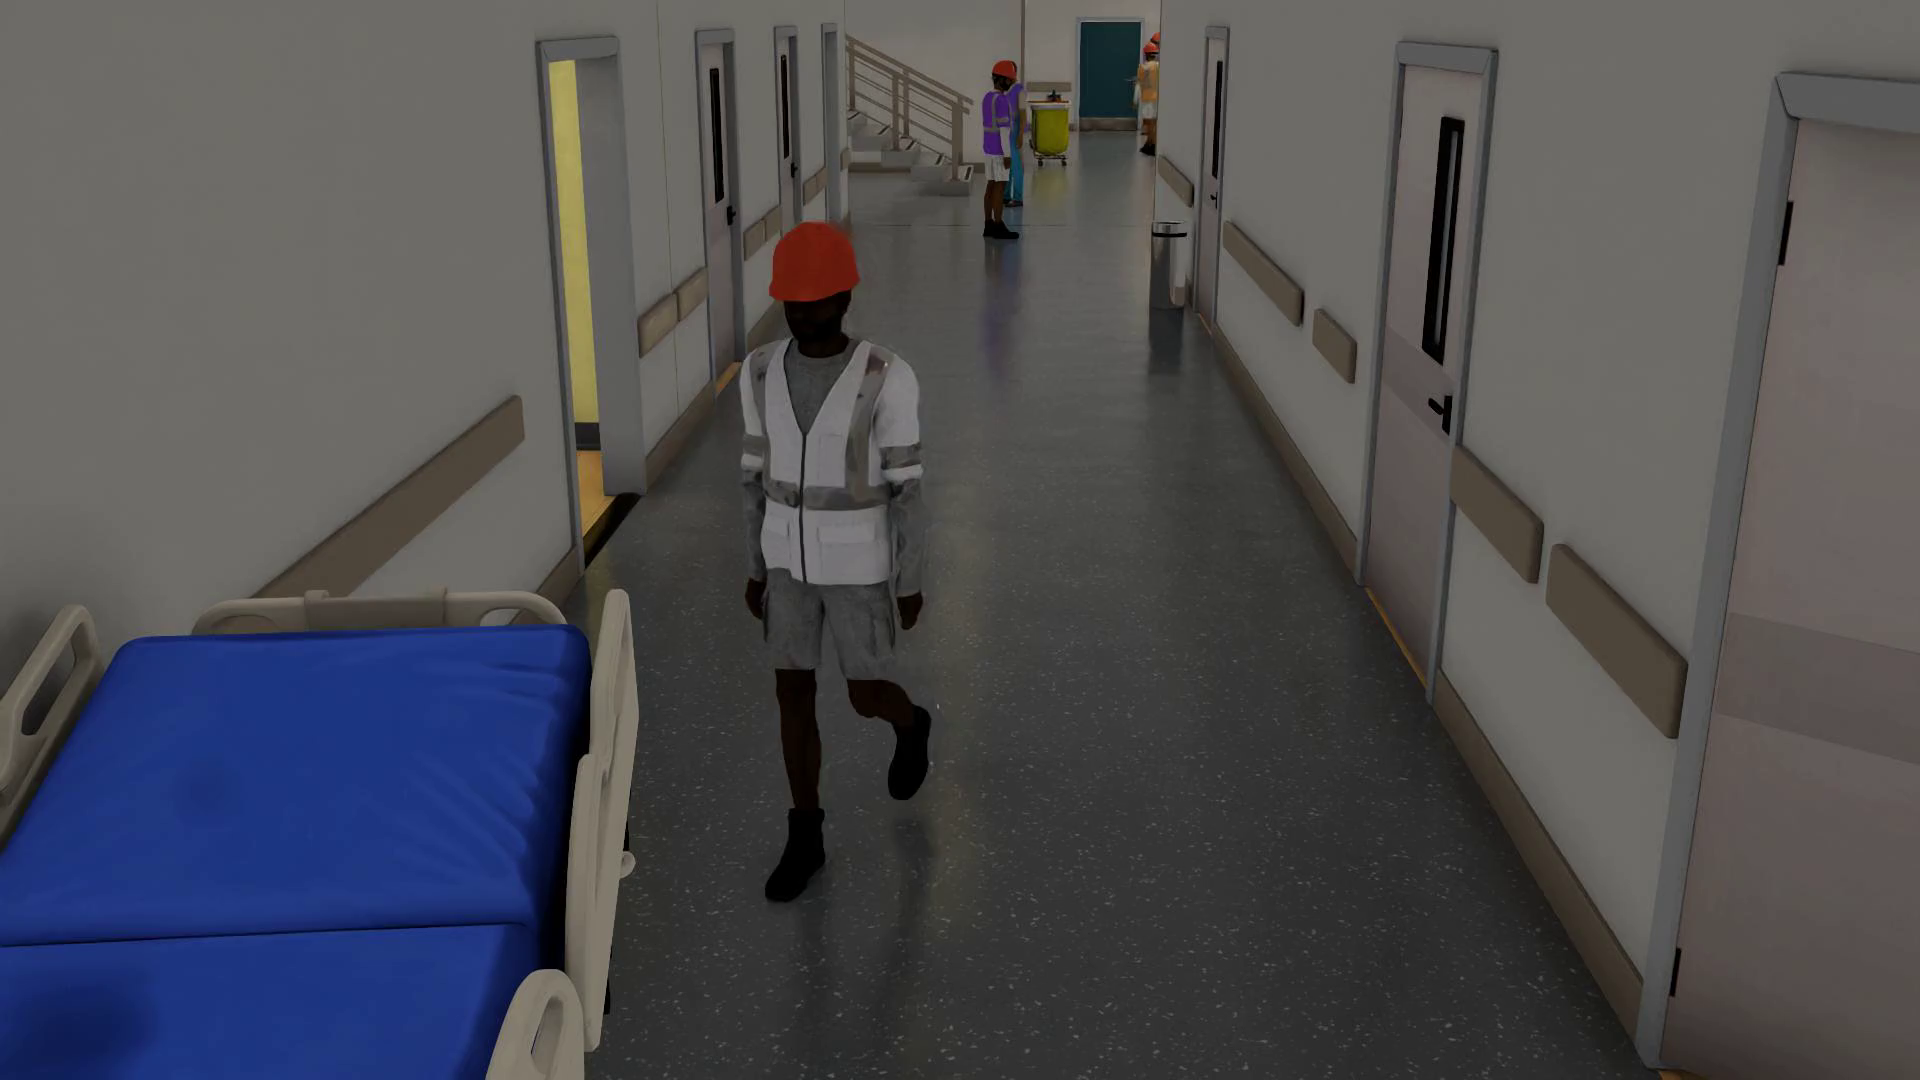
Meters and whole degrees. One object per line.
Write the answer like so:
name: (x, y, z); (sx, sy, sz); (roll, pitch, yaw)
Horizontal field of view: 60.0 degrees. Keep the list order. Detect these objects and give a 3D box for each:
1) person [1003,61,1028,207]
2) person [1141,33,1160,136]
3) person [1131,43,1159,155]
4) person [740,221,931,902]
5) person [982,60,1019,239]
person: (0.653, -5.242, 21.496); (0.384, 1.838, 0.617); (-11, 21, -30)
person: (3.956, -9.235, 33.744); (0.409, 2.029, 0.615); (-10, 20, -30)
person: (3.287, -7.760, 29.286); (0.551, 1.905, 0.793); (-10, 20, -30)
person: (-0.347, 0.031, 4.807); (0.554, 1.916, 0.750); (7, 19, 21)
person: (0.450, -4.317, 18.444); (0.374, 1.927, 0.542); (-7, 19, -20)
